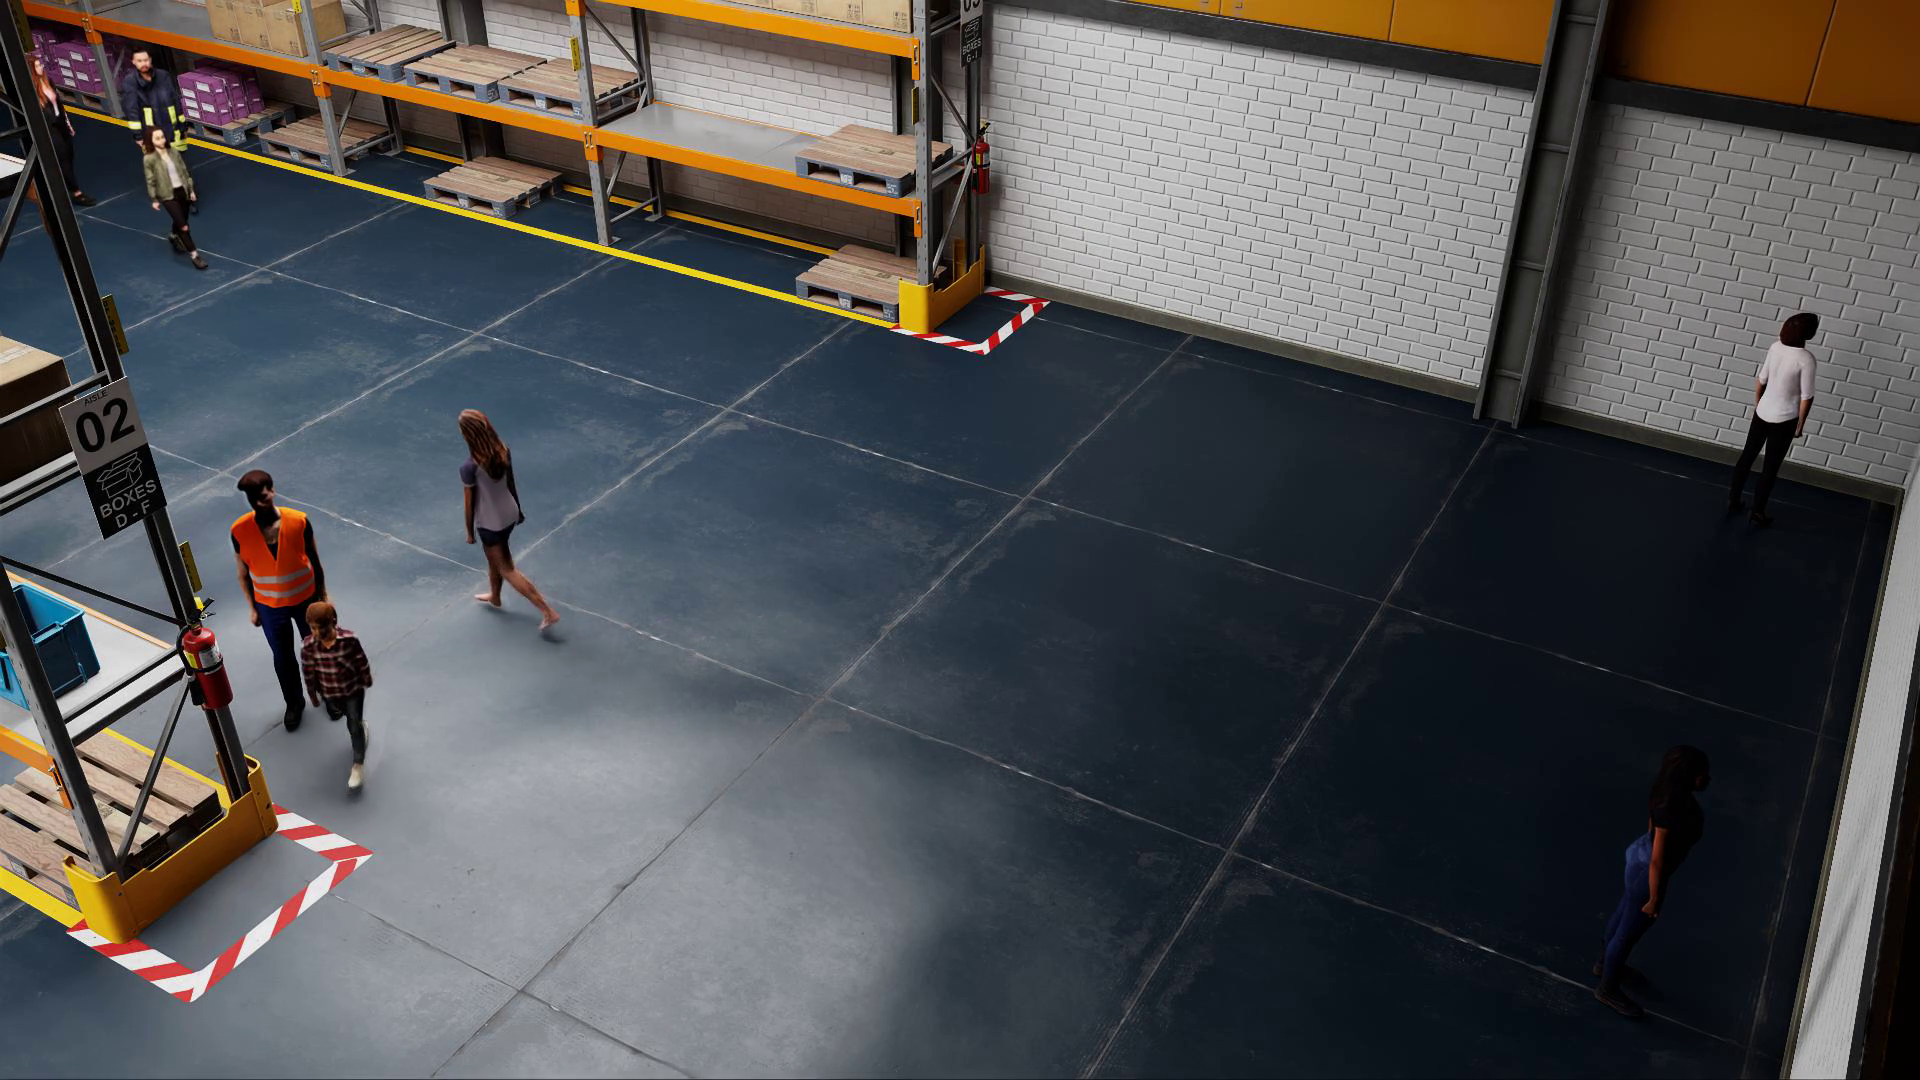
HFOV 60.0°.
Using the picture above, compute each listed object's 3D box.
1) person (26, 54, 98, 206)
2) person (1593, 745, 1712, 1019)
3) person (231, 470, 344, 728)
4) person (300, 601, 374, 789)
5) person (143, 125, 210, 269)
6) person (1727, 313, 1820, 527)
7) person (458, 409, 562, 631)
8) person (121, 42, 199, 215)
[{"bbox_3d":[-10.064,-4.513,18.322,1.049,1.689,0.806,7,34,11],"label":"person"},{"bbox_3d":[3.649,1.774,8.817,0.559,1.739,0.585,13,36,19],"label":"person"},{"bbox_3d":[-4.382,0.351,10.824,0.791,1.888,0.838,-11,35,-16],"label":"person"},{"bbox_3d":[-3.923,0.882,10.587,0.908,1.266,0.914,-5,34,-7],"label":"person"},{"bbox_3d":[-8.116,-3.544,17.084,1.013,1.445,0.653,21,39,29],"label":"person"},{"bbox_3d":[6.289,-0.936,12.845,0.748,1.794,0.643,-15,36,-21],"label":"person"},{"bbox_3d":[-3.184,-0.105,11.688,1.094,1.690,0.669,14,36,20],"label":"person"},{"bbox_3d":[-8.769,-4.522,18.200,0.998,1.837,1.138,-21,39,-29],"label":"person"}]
